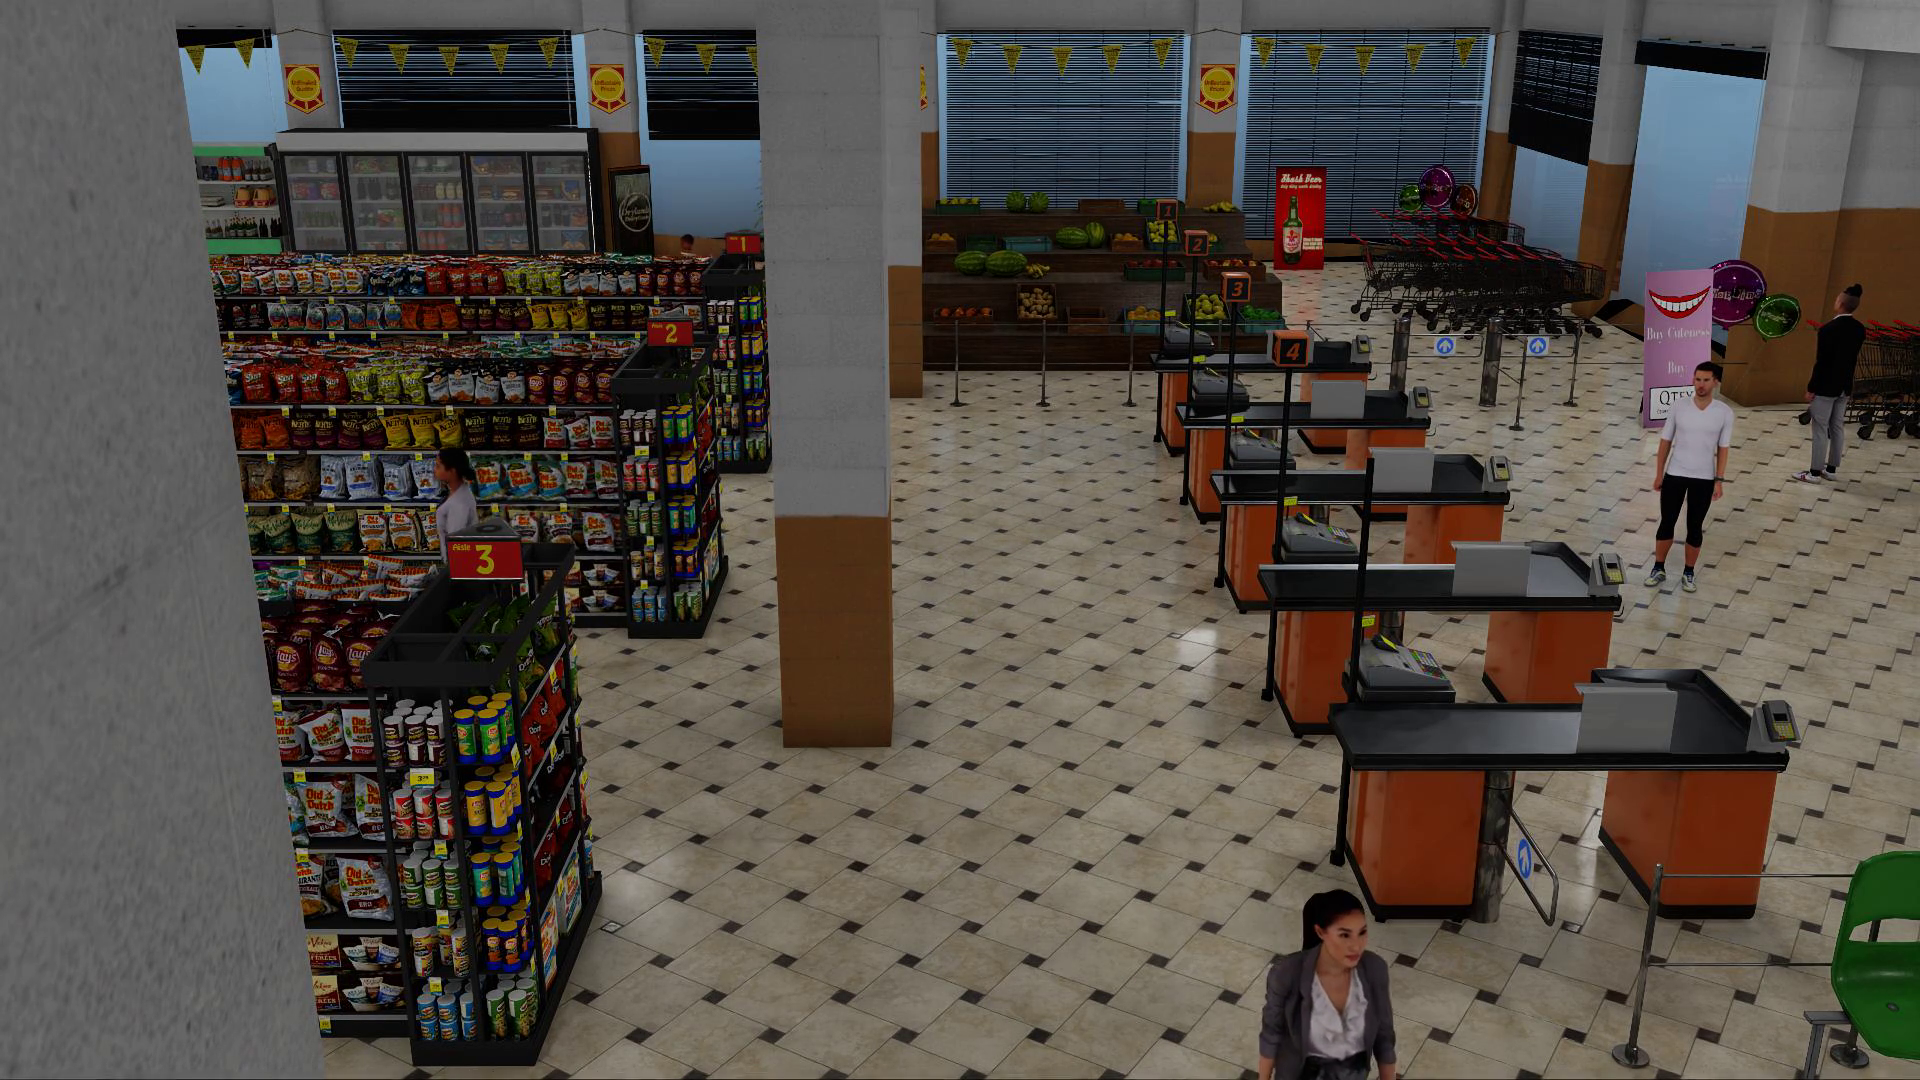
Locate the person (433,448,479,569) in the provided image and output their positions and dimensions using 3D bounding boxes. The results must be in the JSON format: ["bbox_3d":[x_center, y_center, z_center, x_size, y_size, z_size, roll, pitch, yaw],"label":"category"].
[{"bbox_3d":[-3.277,0.217,11.332,1.205,1.706,0.898,-6,20,-18],"label":"person"}]

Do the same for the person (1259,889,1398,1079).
[{"bbox_3d":[1.293,1.996,6.163,1.039,1.637,0.822,-3,19,-10],"label":"person"}]

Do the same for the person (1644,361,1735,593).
[{"bbox_3d":[5.835,-0.521,13.294,0.681,1.851,0.815,10,21,26],"label":"person"}]

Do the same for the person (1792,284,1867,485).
[{"bbox_3d":[8.455,-1.518,16.095,0.690,1.950,0.853,-8,20,-22],"label":"person"}]
